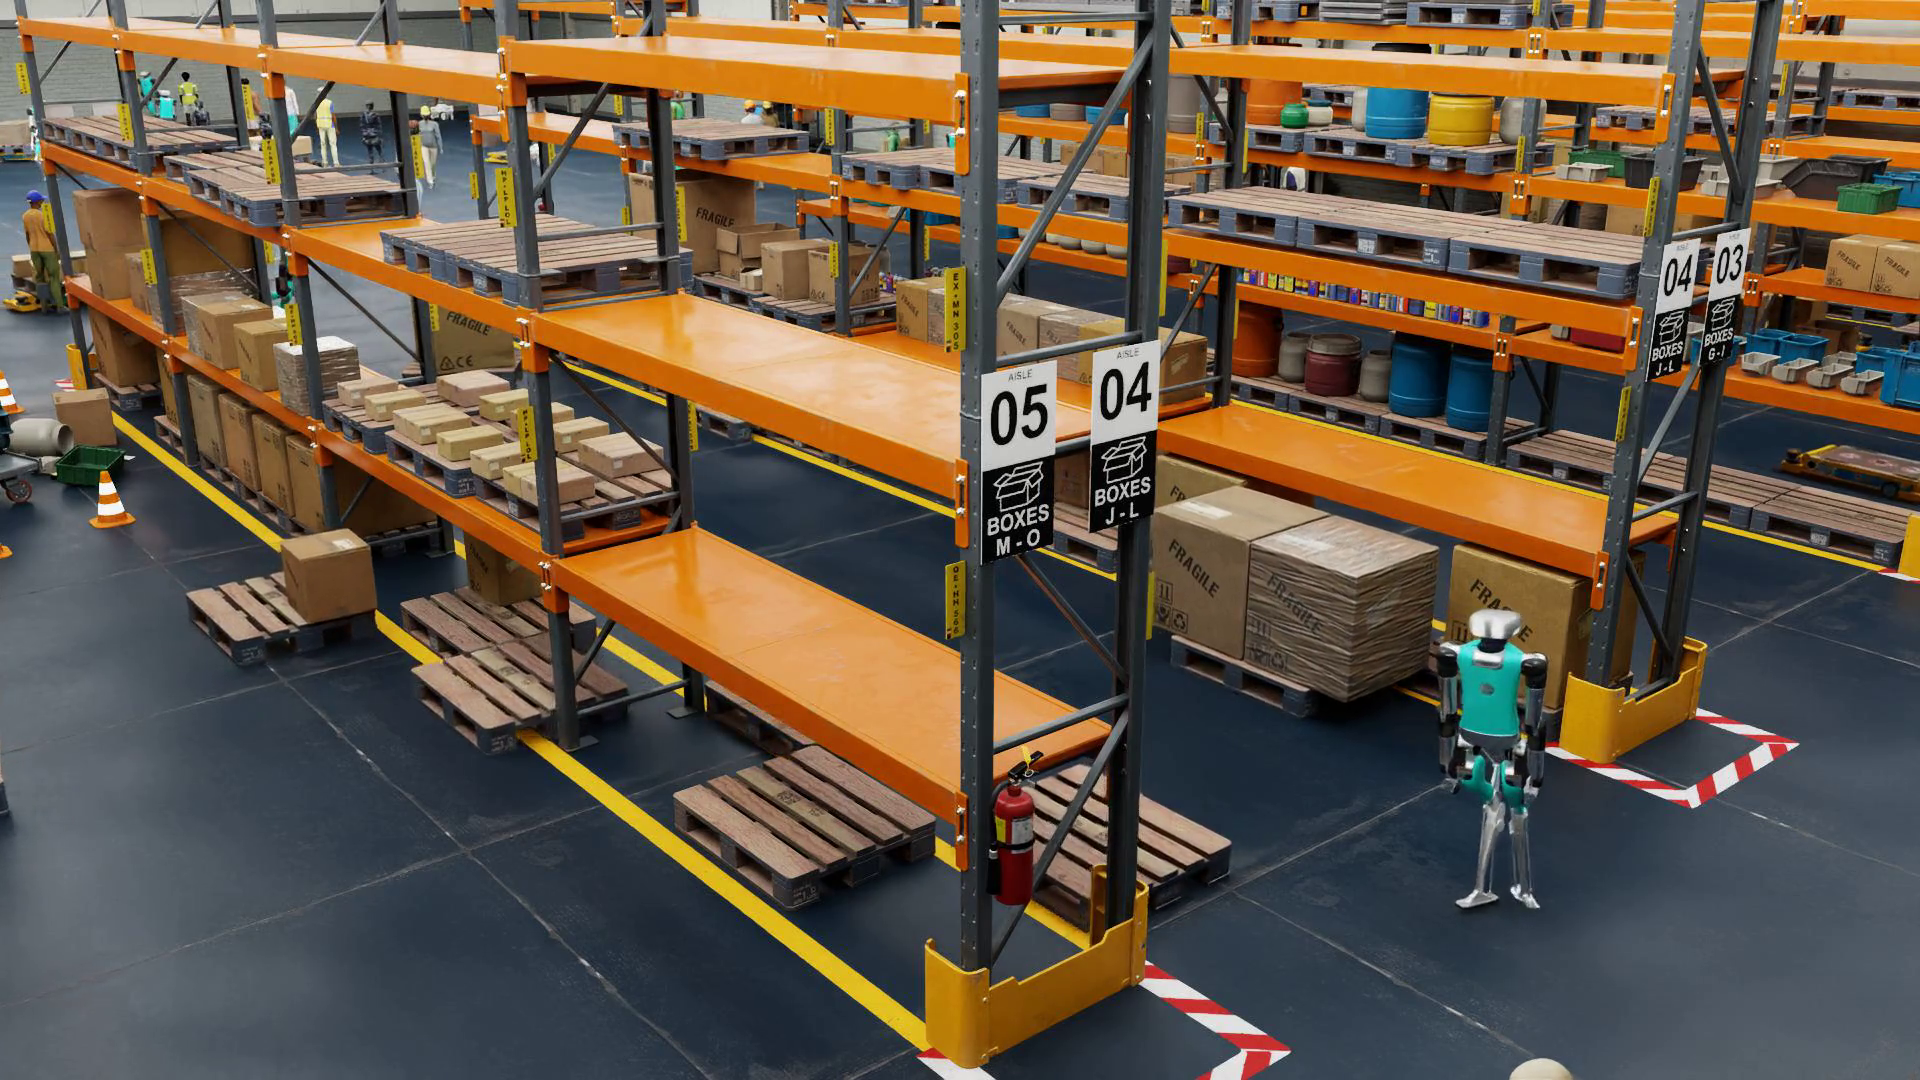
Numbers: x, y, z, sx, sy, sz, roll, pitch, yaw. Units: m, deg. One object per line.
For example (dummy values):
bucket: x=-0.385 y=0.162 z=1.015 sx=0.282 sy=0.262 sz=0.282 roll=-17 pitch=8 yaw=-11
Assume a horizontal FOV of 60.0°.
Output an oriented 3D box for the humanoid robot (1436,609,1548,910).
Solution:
humanoid robot: x=2.764 y=1.119 z=8.553 sx=0.608 sy=1.793 sz=0.834 roll=10 pitch=22 yaw=26

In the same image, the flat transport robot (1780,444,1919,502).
flat transport robot: x=8.645 y=-0.644 z=15.768 sx=0.659 sy=0.231 sz=1.431 roll=-14 pitch=24 yaw=-34

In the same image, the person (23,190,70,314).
person: x=-12.723 y=-3.999 z=23.132 sx=0.439 sy=1.718 sz=0.353 roll=4 pitch=20 yaw=11

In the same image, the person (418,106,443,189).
person: x=-11.472 y=-8.503 z=35.932 sx=0.537 sy=1.721 sz=0.892 roll=-8 pitch=21 yaw=-21

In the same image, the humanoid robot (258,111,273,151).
humanoid robot: x=-14.705 y=-8.268 z=35.351 sx=0.377 sy=1.647 sz=0.601 roll=-2 pitch=19 yaw=-6

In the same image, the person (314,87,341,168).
person: x=-14.738 y=-9.569 z=38.725 sx=0.518 sy=1.893 sz=0.401 roll=2 pitch=19 yaw=5

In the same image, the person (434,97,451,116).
person: x=-16.262 y=-14.157 z=51.823 sx=0.516 sy=1.869 sz=0.425 roll=10 pitch=22 yaw=26

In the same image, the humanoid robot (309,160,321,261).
humanoid robot: x=-10.349 y=-5.337 z=27.021 sx=0.602 sy=1.641 sz=0.647 roll=9 pitch=21 yaw=23

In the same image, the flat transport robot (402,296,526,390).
flat transport robot: x=-5.548 y=-1.715 z=18.816 sx=0.659 sy=0.231 sz=1.431 roll=-1 pitch=19 yaw=-4

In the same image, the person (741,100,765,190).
person: x=-4.402 y=-8.371 z=35.320 sx=0.570 sy=1.888 sz=0.393 roll=-12 pitch=22 yaw=-30

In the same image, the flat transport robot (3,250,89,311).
flat transport robot: x=-12.892 y=-3.515 z=23.939 sx=0.659 sy=0.231 sz=1.431 roll=18 pitch=26 yaw=41

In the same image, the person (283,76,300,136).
person: x=-17.149 y=-10.858 z=42.402 sx=0.497 sy=1.887 sz=0.729 roll=3 pitch=20 yaw=8

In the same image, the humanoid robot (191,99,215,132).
humanoid robot: x=-17.421 y=-9.332 z=38.365 sx=0.335 sy=1.656 sz=0.601 roll=7 pitch=21 yaw=20

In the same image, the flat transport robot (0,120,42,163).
flat transport robot: x=-23.037 y=-9.386 z=40.650 sx=1.431 sy=0.231 sz=0.659 roll=-6 pitch=20 yaw=-15

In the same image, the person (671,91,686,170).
person: x=-6.461 y=-9.392 z=38.121 sx=0.454 sy=1.969 sz=0.527 roll=3 pitch=20 yaw=8

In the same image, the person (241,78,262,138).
person: x=-18.043 y=-10.806 z=42.322 sx=0.794 sy=1.842 sz=0.413 roll=8 pitch=21 yaw=21

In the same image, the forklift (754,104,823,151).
forklift: x=-4.526 y=-11.368 z=42.374 sx=1.129 sy=2.768 sz=1.873 roll=-15 pitch=24 yaw=-37

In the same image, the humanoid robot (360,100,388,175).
humanoid robot: x=-13.410 y=-9.177 z=37.927 sx=0.583 sy=1.650 sz=0.352 roll=5 pitch=20 yaw=13

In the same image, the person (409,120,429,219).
person: x=-10.360 y=-7.008 z=31.511 sx=0.664 sy=1.843 sz=0.580 roll=0 pitch=19 yaw=0

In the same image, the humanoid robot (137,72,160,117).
humanoid robot: x=-22.525 y=-12.259 z=46.608 sx=0.537 sy=1.720 sz=1.036 roll=2 pitch=20 yaw=7

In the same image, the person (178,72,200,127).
person: x=-21.651 y=-12.285 z=46.743 sx=0.534 sy=1.696 sz=0.318 roll=-14 pitch=24 yaw=-35

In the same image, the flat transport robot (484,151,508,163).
flat transport robot: x=-10.879 y=-9.375 z=40.616 sx=0.659 sy=0.231 sz=1.431 roll=11 pitch=22 yaw=28

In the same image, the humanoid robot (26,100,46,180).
humanoid robot: x=-20.389 y=-8.825 z=36.890 sx=0.533 sy=1.789 sz=0.811 roll=-3 pitch=20 yaw=-9

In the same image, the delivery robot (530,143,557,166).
delivery robot: x=-10.086 y=-9.301 z=39.957 sx=0.499 sy=0.583 sz=0.767 roll=7 pitch=21 yaw=19

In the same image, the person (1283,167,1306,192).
person: x=5.439 y=-5.473 z=27.145 sx=0.393 sy=1.839 sz=0.563 roll=10 pitch=22 yaw=26

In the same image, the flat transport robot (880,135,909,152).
flat transport robot: x=-1.327 y=-8.147 z=37.123 sx=0.659 sy=0.231 sz=1.431 roll=-8 pitch=21 yaw=-21

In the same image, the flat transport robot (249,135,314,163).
flat transport robot: x=-15.705 y=-8.604 z=38.424 sx=0.659 sy=0.231 sz=1.431 roll=7 pitch=20 yaw=18

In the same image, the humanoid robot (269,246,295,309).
humanoid robot: x=-8.552 y=-3.190 z=20.820 sx=1.045 sy=1.725 sz=0.541 roll=0 pitch=19 yaw=0

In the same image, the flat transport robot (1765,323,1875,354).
flat transport robot: x=10.860 y=-2.598 z=21.330 sx=0.659 sy=0.231 sz=1.431 roll=-14 pitch=24 yaw=-35

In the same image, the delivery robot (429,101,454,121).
delivery robot: x=-15.762 y=-13.035 z=50.582 sx=0.518 sy=0.581 sz=0.752 roll=8 pitch=21 yaw=23

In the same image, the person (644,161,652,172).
person: x=-5.204 y=-5.993 z=28.492 sx=0.412 sy=1.928 sz=0.674 roll=-4 pitch=20 yaw=-12

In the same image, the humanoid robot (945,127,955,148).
humanoid robot: x=0.175 y=-7.173 z=32.200 sx=0.999 sy=1.780 sz=0.532 roll=-18 pitch=26 yaw=-41

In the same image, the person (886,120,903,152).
person: x=-1.265 y=-7.531 z=33.214 sx=0.914 sy=1.685 sz=0.470 roll=1 pitch=19 yaw=2

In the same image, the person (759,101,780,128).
person: x=-4.284 y=-9.014 z=37.357 sx=0.562 sy=1.756 sz=0.457 roll=-3 pitch=20 yaw=-8

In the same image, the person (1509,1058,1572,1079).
person: x=1.618 y=2.339 z=4.972 sx=0.399 sy=1.799 sz=0.590 roll=-15 pitch=24 yaw=-36

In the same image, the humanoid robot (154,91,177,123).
humanoid robot: x=-19.134 y=-9.915 z=39.959 sx=1.057 sy=1.724 sz=0.585 roll=14 pitch=24 yaw=34
